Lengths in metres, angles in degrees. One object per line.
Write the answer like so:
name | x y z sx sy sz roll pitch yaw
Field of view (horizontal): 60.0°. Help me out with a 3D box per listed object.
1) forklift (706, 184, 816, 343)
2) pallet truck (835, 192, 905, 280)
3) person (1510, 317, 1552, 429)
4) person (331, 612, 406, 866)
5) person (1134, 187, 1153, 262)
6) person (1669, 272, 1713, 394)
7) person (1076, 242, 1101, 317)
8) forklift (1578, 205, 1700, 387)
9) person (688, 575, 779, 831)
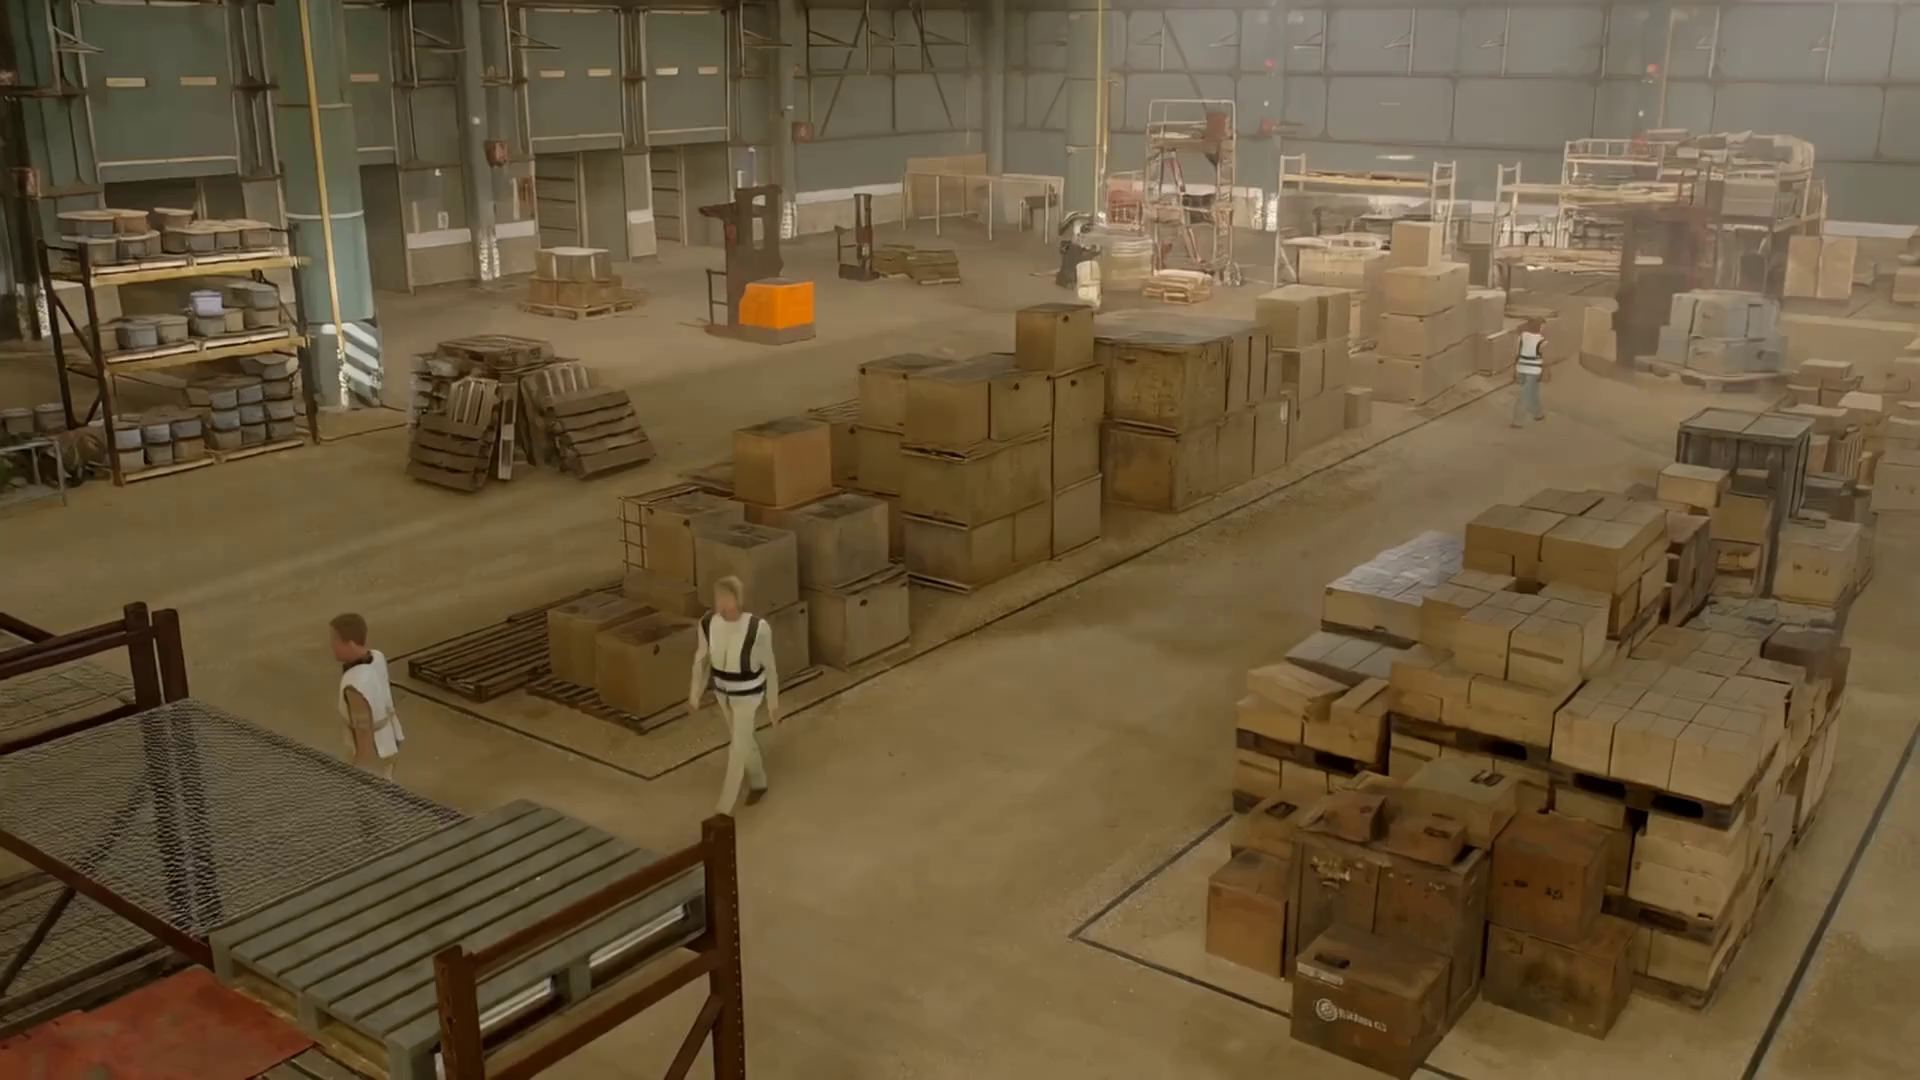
forklift | -3.717 -5.181 30.929 1.873 2.768 1.129 12 21 35
pallet truck | -1.936 -7.159 38.982 1.885 1.965 0.823 -12 21 -34
person | 8.262 -2.408 23.930 0.860 1.587 0.545 -10 19 -29
person | -3.834 1.379 10.845 0.379 1.917 0.591 -2 17 -7
person | 4.427 -7.776 41.194 0.975 1.893 0.655 -8 19 -25
person | 11.574 -3.233 26.129 0.636 1.916 0.765 -2 17 -8
person | 2.323 -4.368 29.840 0.375 1.939 0.546 -15 23 -41
forklift | 11.234 -4.067 27.240 1.129 2.768 1.873 -4 17 -12
person | -1.640 1.151 11.750 0.608 1.827 0.982 9 19 27
